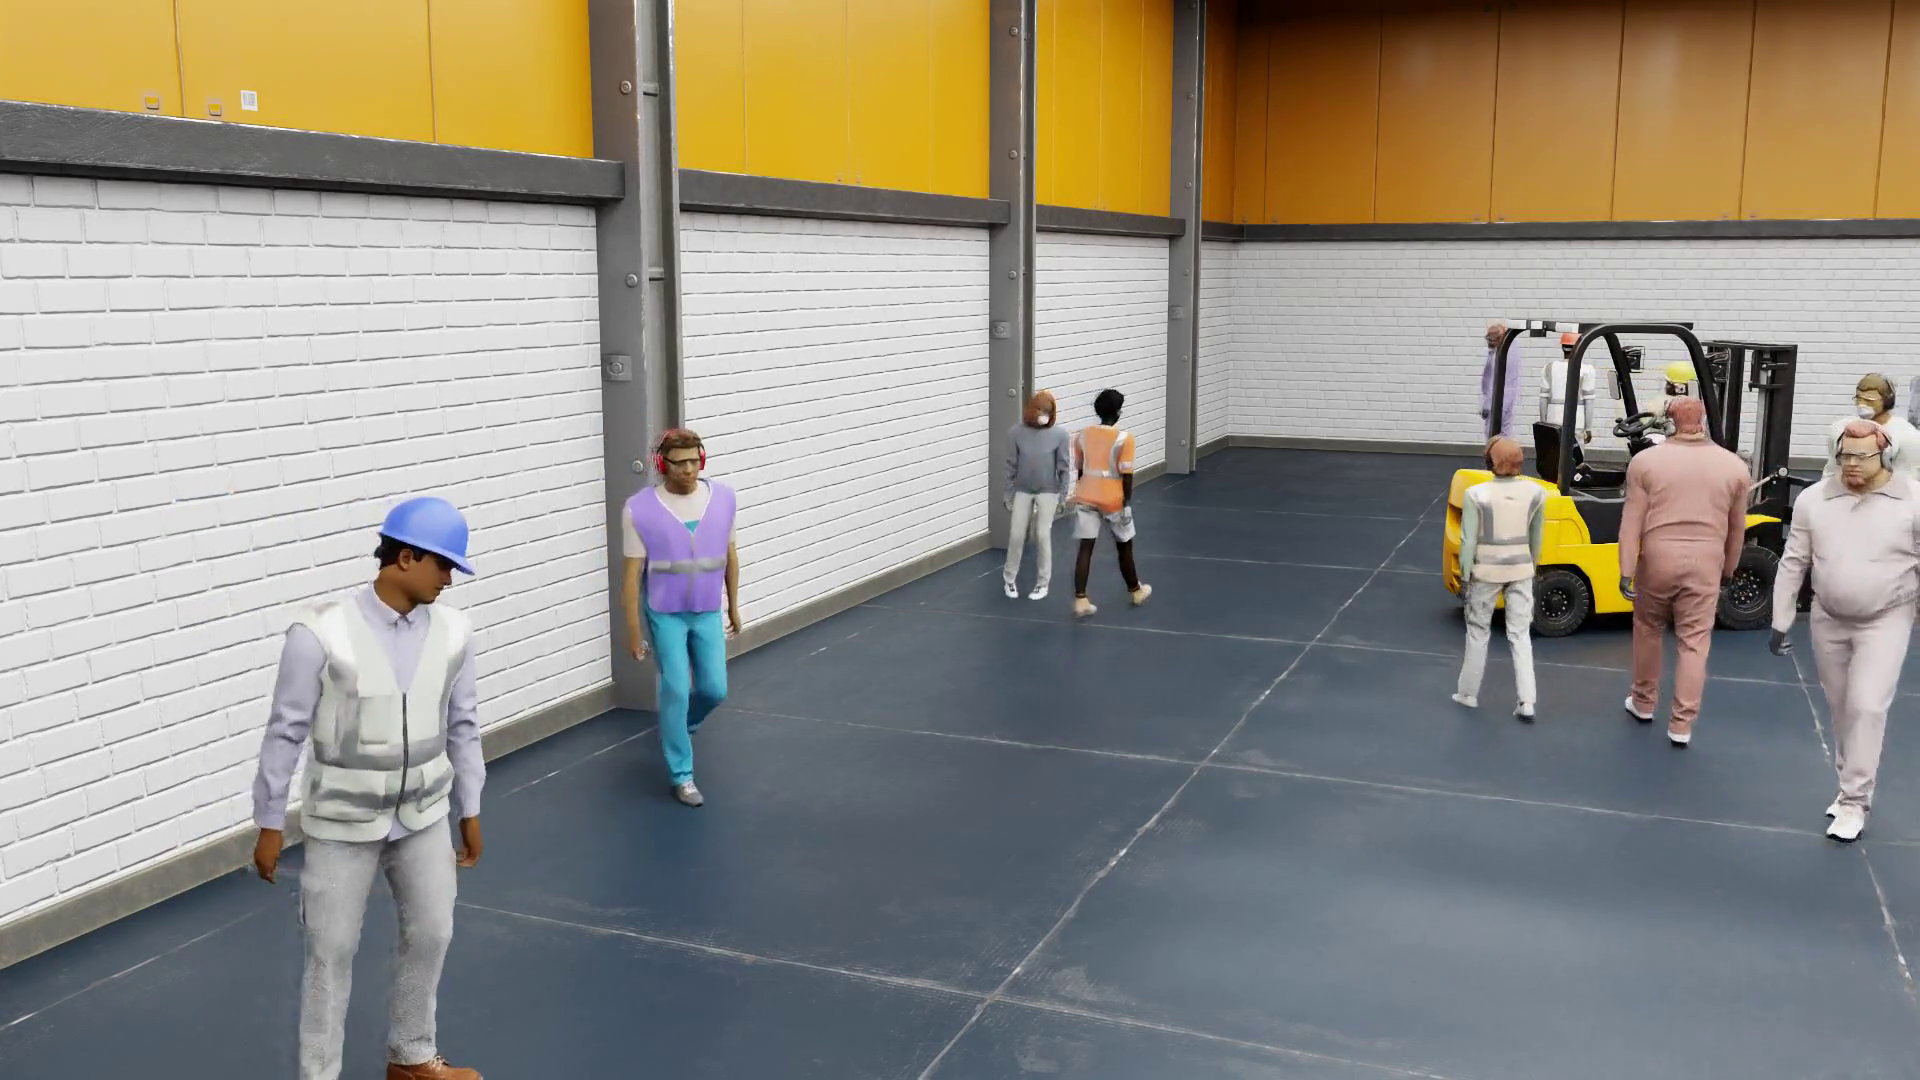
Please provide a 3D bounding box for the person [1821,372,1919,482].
[{"bbox_3d":[5.612,-0.081,10.294,0.476,1.918,0.646,-5,11,-29],"label":"person"}]

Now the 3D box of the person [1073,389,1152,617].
[{"bbox_3d":[1.112,-0.288,12.317,0.547,1.652,0.837,7,11,35],"label":"person"}]

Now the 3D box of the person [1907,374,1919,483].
[{"bbox_3d":[9.795,-1.073,16.674,0.699,1.813,0.588,-5,10,-26],"label":"person"}]

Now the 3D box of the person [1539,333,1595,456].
[{"bbox_3d":[6.185,-1.189,16.956,0.547,1.938,0.379,7,12,38],"label":"person"}]

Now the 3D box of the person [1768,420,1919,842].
[{"bbox_3d":[4.004,0.397,7.524,0.833,1.870,0.682,-8,12,-39],"label":"person"}]

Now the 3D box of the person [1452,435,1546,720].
[{"bbox_3d":[3.087,0.212,9.505,0.522,1.647,0.536,-1,9,-5],"label":"person"}]

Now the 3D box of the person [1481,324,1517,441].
[{"bbox_3d":[6.499,-1.672,20.115,0.395,1.873,0.728,6,11,32],"label":"person"}]

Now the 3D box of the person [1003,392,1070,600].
[{"bbox_3d":[0.585,-0.338,12.805,0.518,1.609,0.331,2,10,10],"label":"person"}]

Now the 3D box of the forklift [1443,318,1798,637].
[{"bbox_3d":[4.706,-0.497,11.990,2.313,2.155,1.214,-2,10,-10],"label":"forklift"}]

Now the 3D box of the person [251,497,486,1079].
[{"bbox_3d":[-1.761,0.831,4.881,0.772,1.901,0.402,-9,13,-43],"label":"person"}]

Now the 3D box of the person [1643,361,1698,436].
[{"bbox_3d":[5.676,-0.529,13.329,0.427,1.810,0.615,1,9,3],"label":"person"}]

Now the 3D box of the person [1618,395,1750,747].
[{"bbox_3d":[3.917,0.143,9.098,0.661,1.860,0.877,2,10,13],"label":"person"}]

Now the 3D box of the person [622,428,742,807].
[{"bbox_3d":[-1.341,0.348,7.993,0.611,1.818,0.559,-6,11,-30],"label":"person"}]
